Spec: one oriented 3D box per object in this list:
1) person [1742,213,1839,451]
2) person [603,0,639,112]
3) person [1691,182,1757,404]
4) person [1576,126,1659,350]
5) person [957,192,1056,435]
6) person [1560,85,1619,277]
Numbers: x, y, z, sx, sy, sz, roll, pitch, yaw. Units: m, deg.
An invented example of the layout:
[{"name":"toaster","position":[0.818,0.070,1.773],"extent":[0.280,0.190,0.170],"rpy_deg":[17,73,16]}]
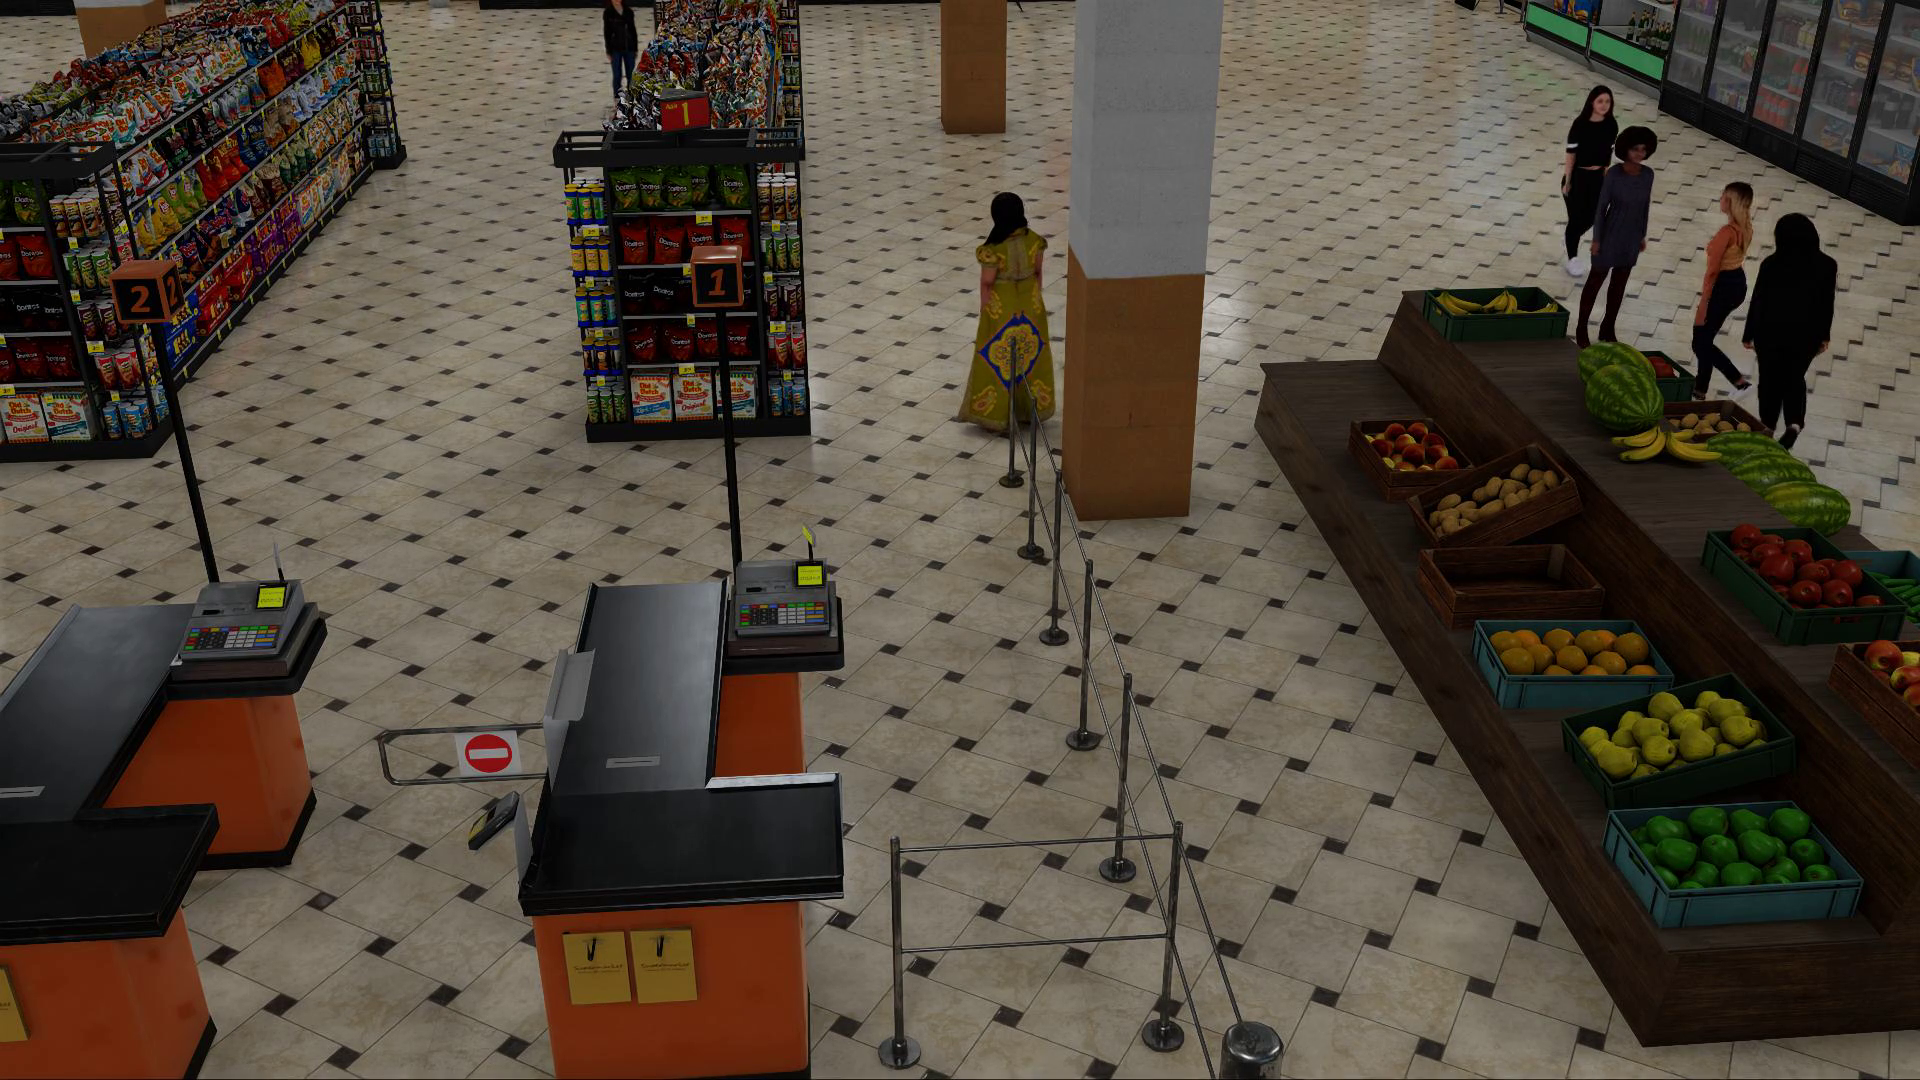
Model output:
[{"name":"person","position":[5.409,-1.298,10.851],"extent":[0.841,1.578,0.983],"rpy_deg":[8,28,15]},{"name":"person","position":[-4.101,-5.968,20.166],"extent":[0.593,1.481,0.576],"rpy_deg":[-9,28,-16]},{"name":"person","position":[5.303,-1.630,11.466],"extent":[0.858,1.613,0.943],"rpy_deg":[-20,33,-34]},{"name":"person","position":[5.011,-2.296,12.673],"extent":[0.598,1.708,0.512],"rpy_deg":[-4,27,-7]},{"name":"person","position":[0.362,-1.532,11.227],"extent":[0.956,1.654,0.900],"rpy_deg":[-12,29,-23]},{"name":"person","position":[5.373,-3.119,14.384],"extent":[0.589,1.628,0.675],"rpy_deg":[-3,27,-5]}]
